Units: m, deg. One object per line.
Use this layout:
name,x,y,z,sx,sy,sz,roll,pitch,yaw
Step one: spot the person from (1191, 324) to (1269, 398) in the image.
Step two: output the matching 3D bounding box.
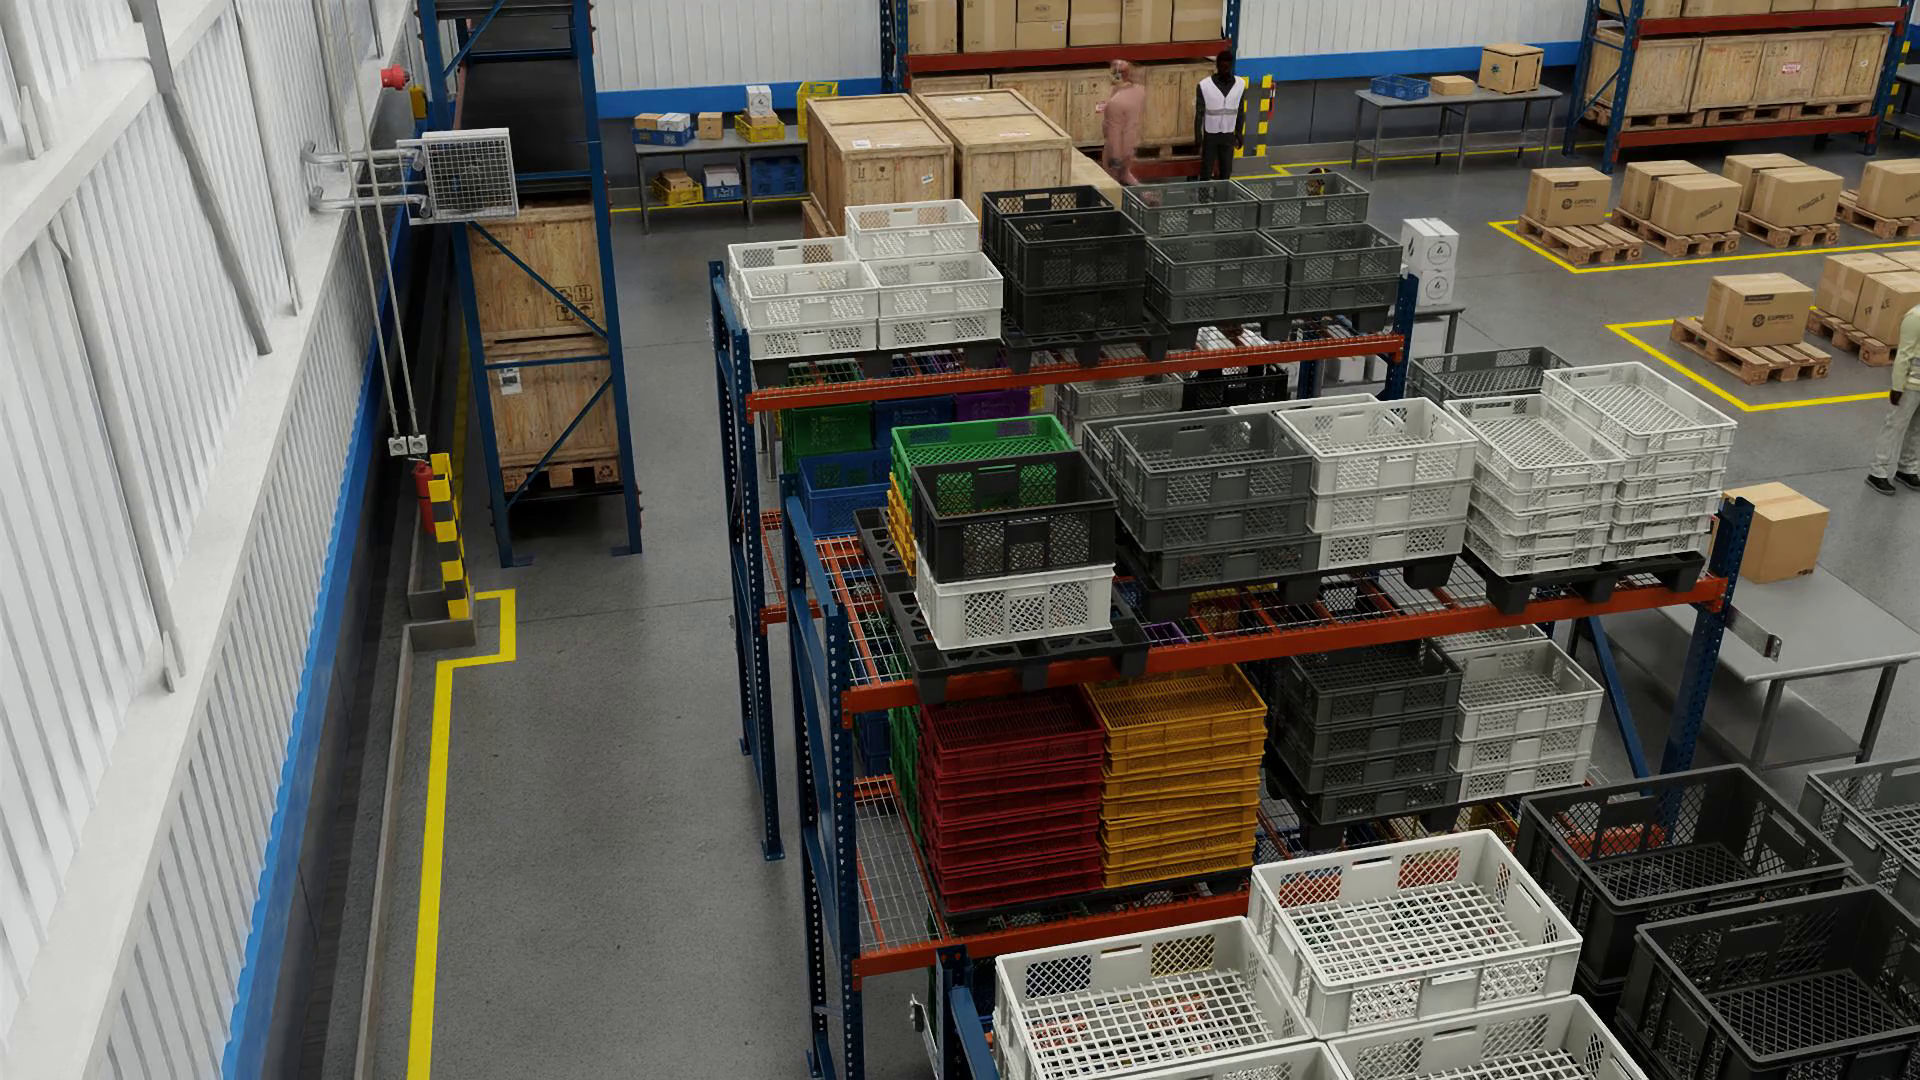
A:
person,1.928,-0.918,12.054,0.581,1.878,0.348,16,32,28

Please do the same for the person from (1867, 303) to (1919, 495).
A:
person,7.362,-1.222,12.685,0.582,1.823,0.403,-7,29,-13

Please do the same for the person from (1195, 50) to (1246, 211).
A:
person,2.972,-4.672,19.142,0.598,1.910,0.403,-7,28,-12

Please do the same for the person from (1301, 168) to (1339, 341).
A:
person,3.162,-2.404,14.877,0.310,1.868,0.532,-7,28,-12

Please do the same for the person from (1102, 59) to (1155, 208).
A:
person,1.834,-4.452,18.735,0.680,1.889,0.654,16,32,28
